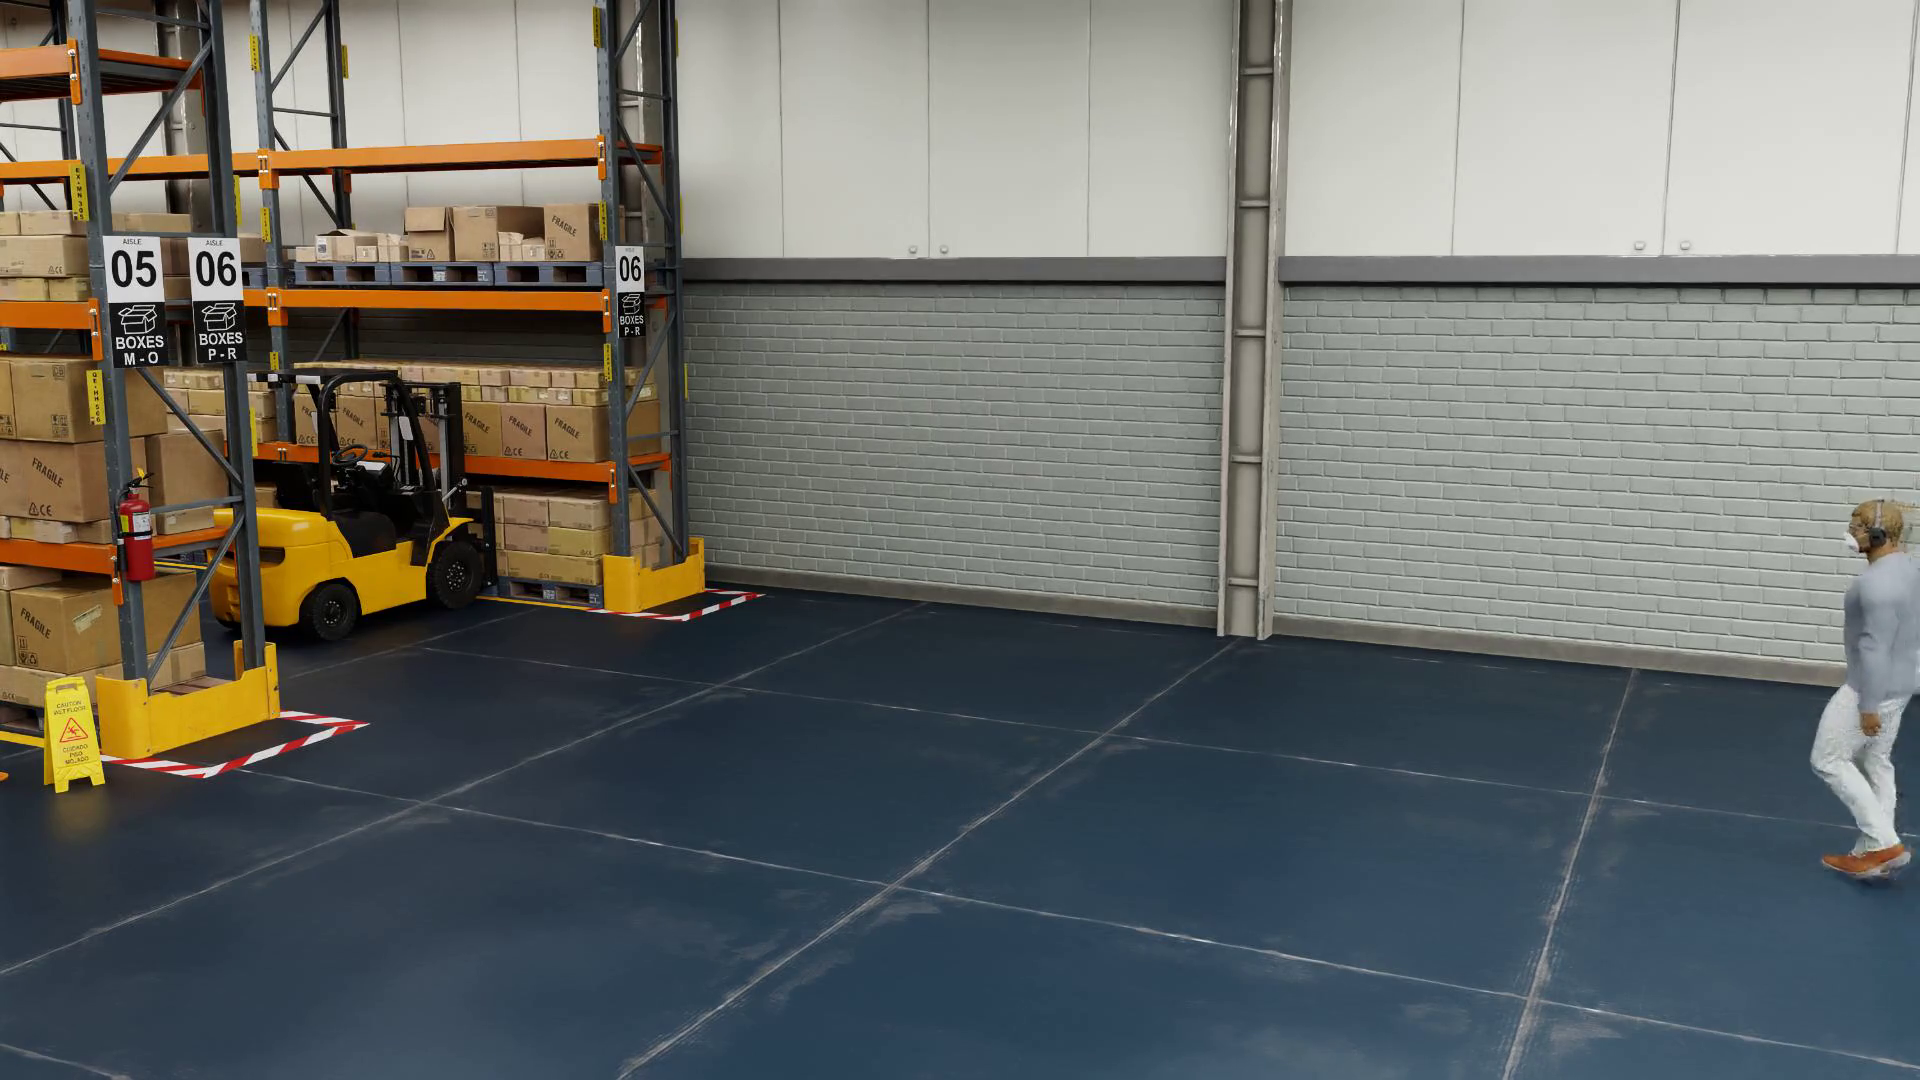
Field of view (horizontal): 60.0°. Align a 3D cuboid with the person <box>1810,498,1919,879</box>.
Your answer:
[{"bbox_3d":[4.494,0.746,8.236,0.430,1.925,0.632,8,12,41],"label":"person"}]
